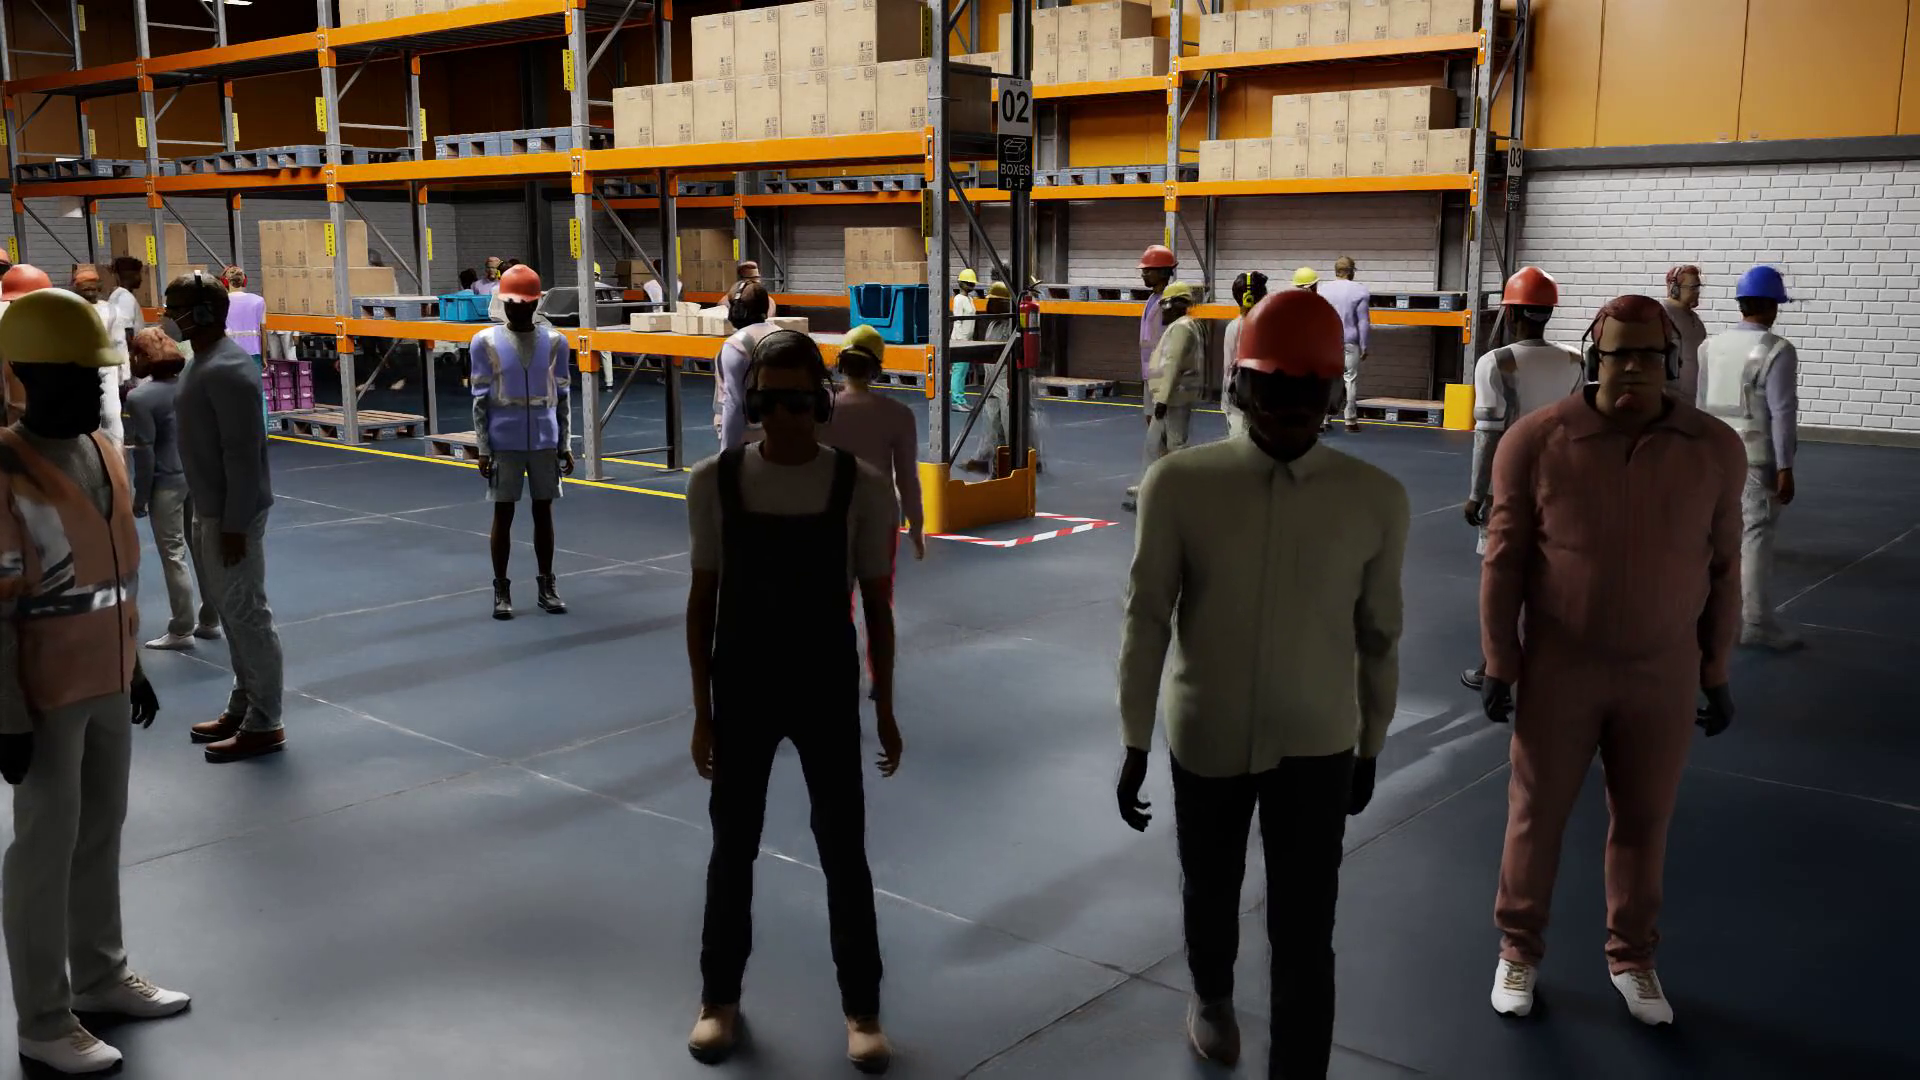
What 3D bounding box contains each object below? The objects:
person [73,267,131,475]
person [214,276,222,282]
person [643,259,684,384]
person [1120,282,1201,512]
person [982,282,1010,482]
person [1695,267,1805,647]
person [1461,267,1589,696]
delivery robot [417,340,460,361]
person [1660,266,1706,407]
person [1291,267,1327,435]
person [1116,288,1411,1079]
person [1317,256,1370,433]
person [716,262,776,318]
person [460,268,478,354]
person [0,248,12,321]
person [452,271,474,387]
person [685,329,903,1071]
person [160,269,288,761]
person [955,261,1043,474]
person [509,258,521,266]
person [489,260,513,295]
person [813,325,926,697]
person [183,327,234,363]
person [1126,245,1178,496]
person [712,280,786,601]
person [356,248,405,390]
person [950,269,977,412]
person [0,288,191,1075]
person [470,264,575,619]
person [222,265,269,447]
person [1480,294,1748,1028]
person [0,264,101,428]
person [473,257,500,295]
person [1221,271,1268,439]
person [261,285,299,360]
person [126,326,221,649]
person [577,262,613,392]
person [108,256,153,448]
[{"bbox_3d":[-7.710,-1.489,14.786,0.610,1.856,0.541,-8,13,-39],"label":"person"},{"bbox_3d":[-10.738,-3.015,24.139,0.518,1.617,0.344,-6,12,-32],"label":"person"},{"bbox_3d":[-4.339,-3.195,24.497,0.590,1.868,0.936,-4,11,-24],"label":"person"},{"bbox_3d":[1.654,-1.086,12.743,0.792,1.767,0.595,-1,10,-4],"label":"person"},{"bbox_3d":[0.333,-1.271,13.864,0.297,1.744,0.487,-6,11,-29],"label":"person"},{"bbox_3d":[4.055,-0.419,8.550,0.447,1.923,0.734,-3,10,-17],"label":"person"},{"bbox_3d":[2.539,-0.256,7.534,0.543,1.938,0.356,-2,10,-14],"label":"person"},{"bbox_3d":[-8.848,-3.254,28.267,0.707,0.478,0.477,1,10,5],"label":"delivery robot"},{"bbox_3d":[4.934,-0.928,11.478,0.691,1.899,0.399,-9,13,-40],"label":"person"},{"bbox_3d":[3.732,-1.998,17.799,0.404,1.820,0.591,7,12,35],"label":"person"},{"bbox_3d":[0.673,0.406,3.754,0.618,1.952,1.026,2,10,9],"label":"person"},{"bbox_3d":[4.180,-2.140,18.268,0.629,1.936,0.372,6,11,30],"label":"person"},{"bbox_3d":[-1.929,-1.594,15.274,0.635,1.899,0.398,-9,13,-41],"label":"person"},{"bbox_3d":[-9.338,-4.383,31.892,0.499,1.633,0.285,-8,13,-39],"label":"person"},{"bbox_3d":[-8.943,-1.719,15.572,0.607,2.041,0.385,-8,13,-40],"label":"person"},{"bbox_3d":[-7.159,-3.074,24.261,0.542,1.695,0.316,-6,11,-29],"label":"person"},{"bbox_3d":[-0.420,0.396,4.126,0.514,1.844,0.355,0,10,-2],"label":"person"},{"bbox_3d":[-2.924,-0.097,6.621,0.354,1.937,0.635,-6,12,-31],"label":"person"},{"bbox_3d":[0.339,-1.530,14.880,0.909,1.899,0.663,1,10,7],"label":"person"},{"bbox_3d":[-7.577,-3.869,28.374,0.619,1.845,0.430,-3,10,-15],"label":"person"},{"bbox_3d":[-5.722,-2.599,21.067,0.309,1.868,0.534,9,14,43],"label":"person"},{"bbox_3d":[-0.430,-0.068,7.171,0.548,1.700,0.824,-2,10,-13],"label":"person"},{"bbox_3d":[-6.270,-1.231,13.966,0.378,1.623,0.528,5,11,27],"label":"person"},{"bbox_3d":[1.578,-1.329,13.336,0.372,2.046,0.607,-2,10,-13],"label":"person"},{"bbox_3d":[-1.180,-0.541,9.430,0.430,1.845,0.619,5,11,26],"label":"person"},{"bbox_3d":[-8.341,-3.147,23.697,0.688,2.000,0.577,5,11,26],"label":"person"},{"bbox_3d":[0.064,-2.470,20.636,0.329,1.765,0.526,3,10,18],"label":"person"},{"bbox_3d":[-2.202,0.343,4.151,0.382,1.924,0.594,1,10,5],"label":"person"},{"bbox_3d":[-2.385,-0.534,9.131,0.543,1.932,0.376,-5,11,-26],"label":"person"},{"bbox_3d":[-7.250,-1.834,16.785,0.390,1.843,0.563,9,13,40],"label":"person"},{"bbox_3d":[1.684,0.325,4.316,0.652,1.906,0.403,2,10,9],"label":"person"},{"bbox_3d":[-4.890,-0.493,8.883,0.551,1.934,0.373,-1,10,-6],"label":"person"},{"bbox_3d":[-6.240,-2.849,22.394,0.652,1.904,0.403,0,10,-1],"label":"person"},{"bbox_3d":[1.885,-0.825,10.961,0.328,1.873,0.521,0,10,2],"label":"person"},{"bbox_3d":[-8.781,-2.681,21.485,0.573,1.887,0.355,3,10,16],"label":"person"},{"bbox_3d":[-3.995,-0.261,8.422,0.289,1.633,0.501,3,10,16],"label":"person"},{"bbox_3d":[-5.120,-2.980,23.339,0.594,1.832,0.403,-4,11,-22],"label":"person"},{"bbox_3d":[-8.260,-1.892,16.856,0.873,1.927,0.621,-8,13,-38],"label":"person"}]
